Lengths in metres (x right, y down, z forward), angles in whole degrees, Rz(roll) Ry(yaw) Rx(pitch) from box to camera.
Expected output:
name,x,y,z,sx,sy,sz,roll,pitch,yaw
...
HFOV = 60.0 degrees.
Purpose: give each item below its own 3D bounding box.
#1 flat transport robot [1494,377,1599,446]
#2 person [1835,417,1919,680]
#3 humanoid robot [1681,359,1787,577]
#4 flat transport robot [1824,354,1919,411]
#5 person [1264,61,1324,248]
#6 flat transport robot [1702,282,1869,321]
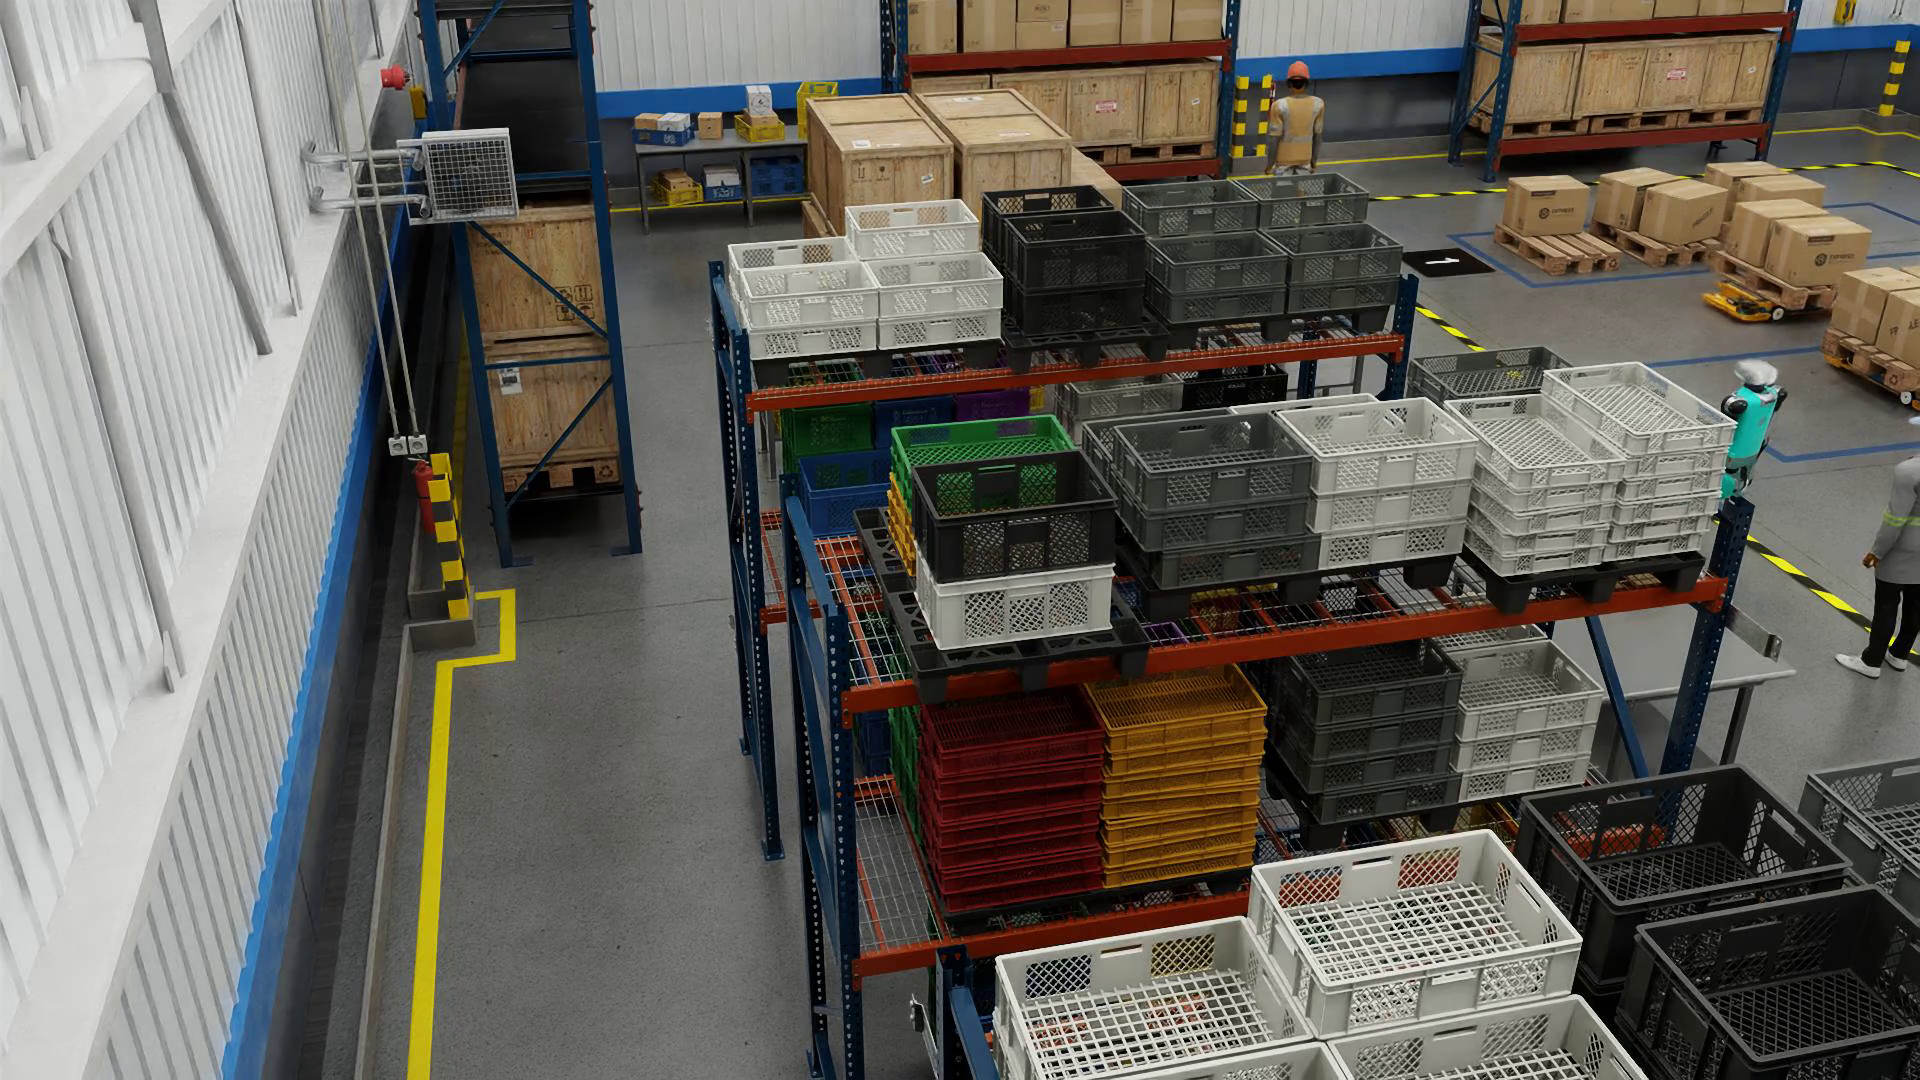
name,x,y,z,sx,sy,sz,roll,pitch,yaw
flat transport robot,4.780,-1.036,14.013,0.659,0.231,1.431,-6,28,-12
person,5.892,0.004,10.346,0.586,1.848,0.394,-9,29,-17
humanoid robot,5.020,-0.479,11.242,0.533,1.673,0.735,-15,31,-26
flat transport robot,8.473,-1.467,14.800,0.652,0.197,1.431,-6,28,-12
person,3.580,-4.129,17.989,0.607,2.035,0.400,-6,28,-11
flat transport robot,8.274,-2.443,16.651,1.431,0.197,0.652,-6,28,-12
